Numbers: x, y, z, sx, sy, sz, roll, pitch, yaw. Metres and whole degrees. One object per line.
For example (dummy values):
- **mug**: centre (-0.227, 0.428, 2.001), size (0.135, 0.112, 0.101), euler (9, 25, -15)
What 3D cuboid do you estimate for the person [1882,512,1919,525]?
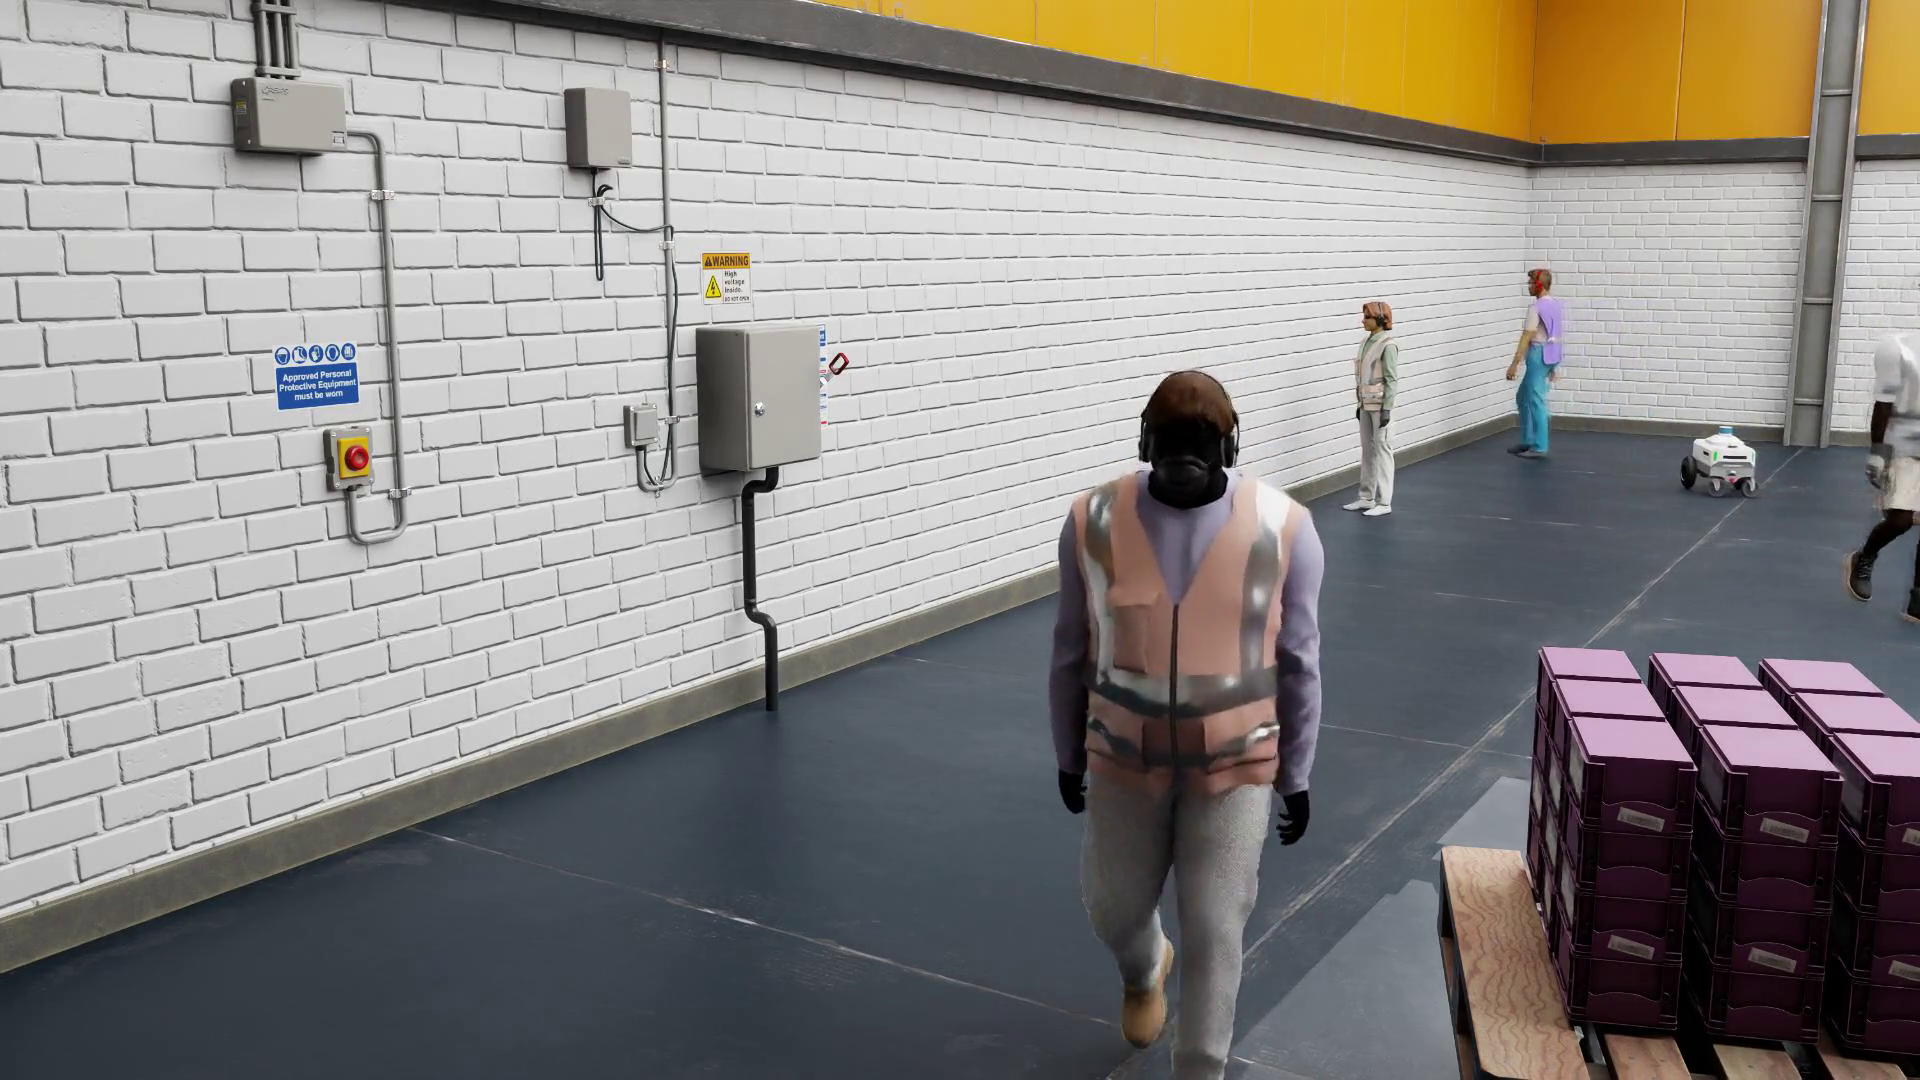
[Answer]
- **person**: centre (7.173, -0.972, 12.046), size (0.595, 1.826, 0.861), euler (-10, 14, -43)

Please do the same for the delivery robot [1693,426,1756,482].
- **delivery robot**: centre (6.341, -0.701, 13.809), size (0.477, 0.478, 0.707), euler (2, 10, 11)

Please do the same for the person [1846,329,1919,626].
- **person**: centre (5.239, -0.507, 9.117), size (0.632, 1.947, 0.565), euler (0, 10, -2)

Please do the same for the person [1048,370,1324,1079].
- **person**: centre (0.525, 0.502, 3.919), size (0.634, 1.821, 0.595), euler (3, 11, 14)

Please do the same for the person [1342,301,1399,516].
- **person**: centre (3.181, -1.004, 12.737), size (0.315, 1.641, 0.515), euler (-2, 10, -12)

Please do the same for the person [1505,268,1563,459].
- **person**: centre (5.482, -1.695, 16.053), size (0.615, 1.827, 0.584), euler (7, 12, 35)
